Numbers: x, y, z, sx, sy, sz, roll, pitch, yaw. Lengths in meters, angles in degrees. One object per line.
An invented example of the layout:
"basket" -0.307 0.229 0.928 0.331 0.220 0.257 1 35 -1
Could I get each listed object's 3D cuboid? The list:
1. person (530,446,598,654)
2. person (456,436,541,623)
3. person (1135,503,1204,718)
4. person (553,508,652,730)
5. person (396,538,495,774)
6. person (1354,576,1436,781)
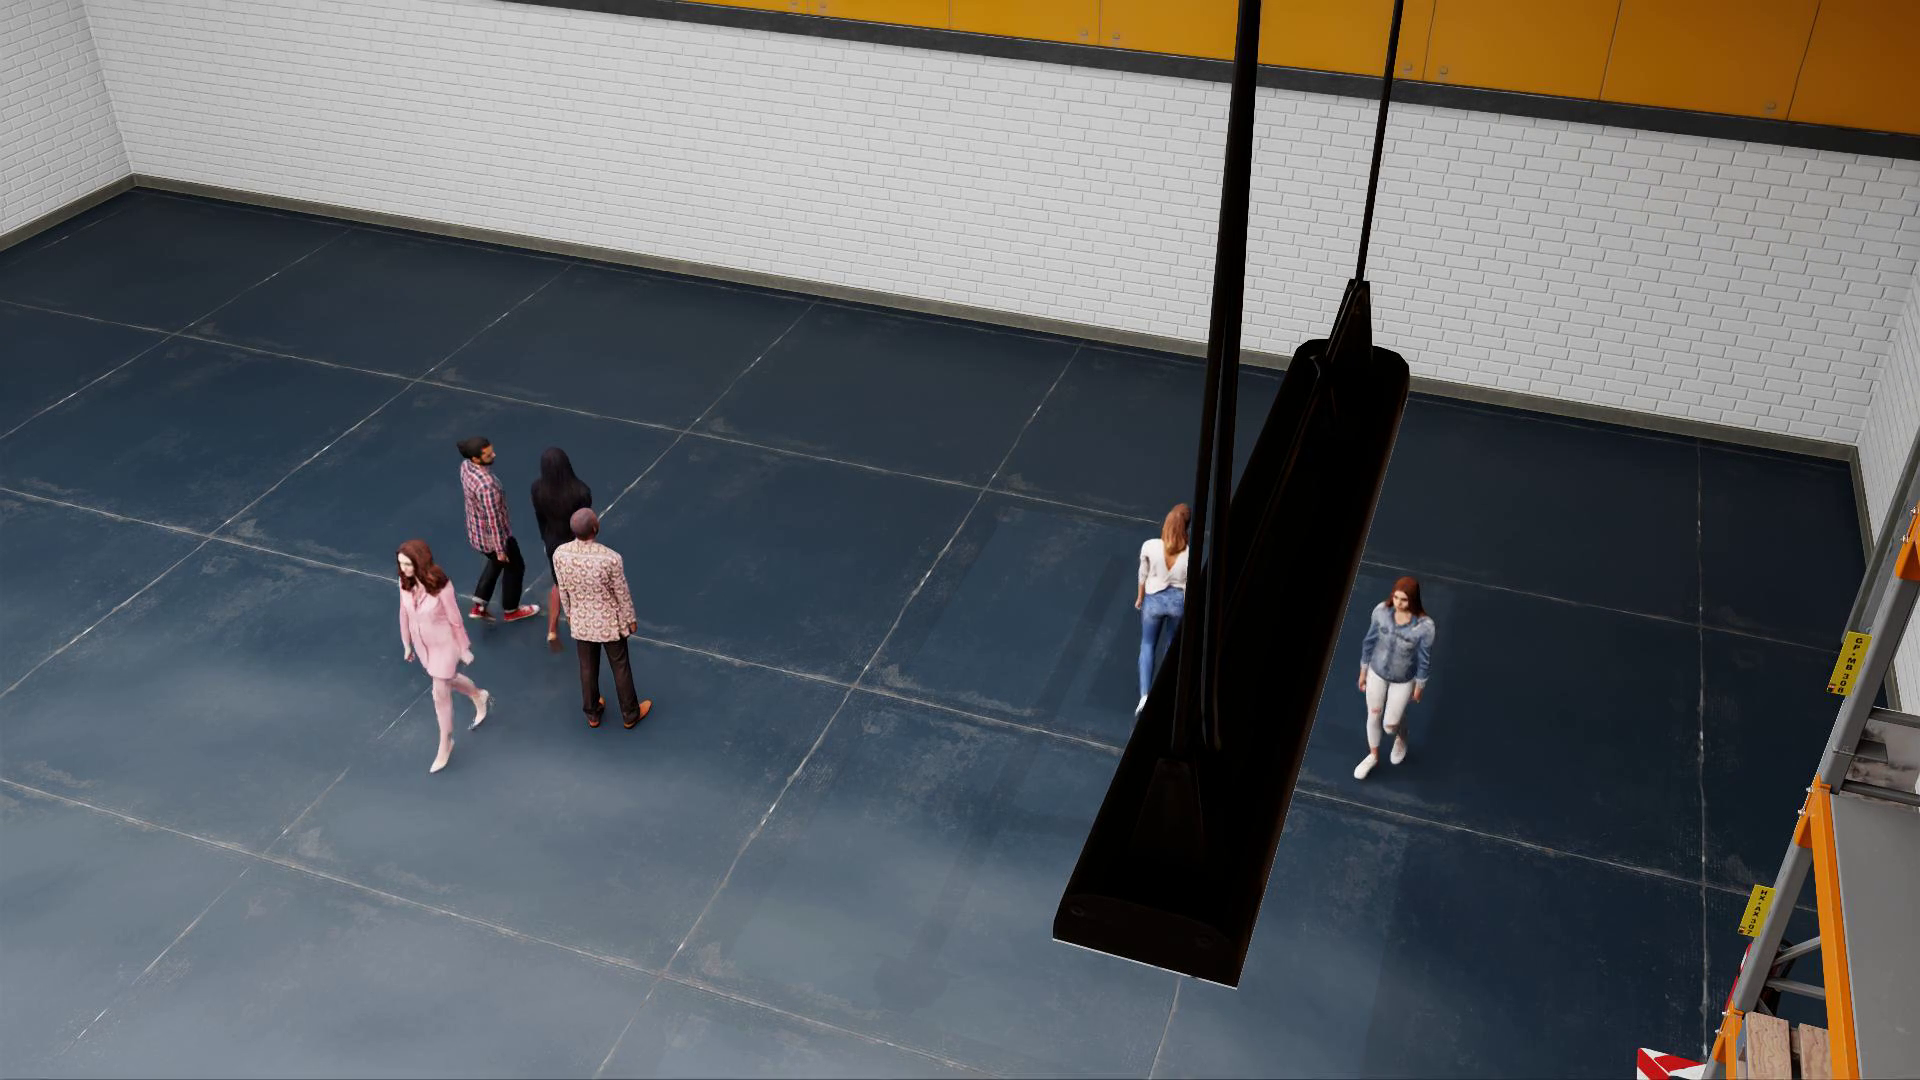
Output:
"person" -2.966 0.098 12.493 0.778 1.701 1.075 5 34 7
"person" -3.598 -0.035 12.664 0.895 1.732 0.960 28 43 35
"person" 1.455 0.523 11.853 0.691 1.701 0.988 8 34 11
"person" -2.542 0.561 11.700 0.720 1.808 0.653 5 34 7
"person" -3.562 0.692 11.534 0.676 1.773 1.002 13 36 18
"person" 2.979 0.887 11.321 0.738 1.685 0.817 24 40 31
